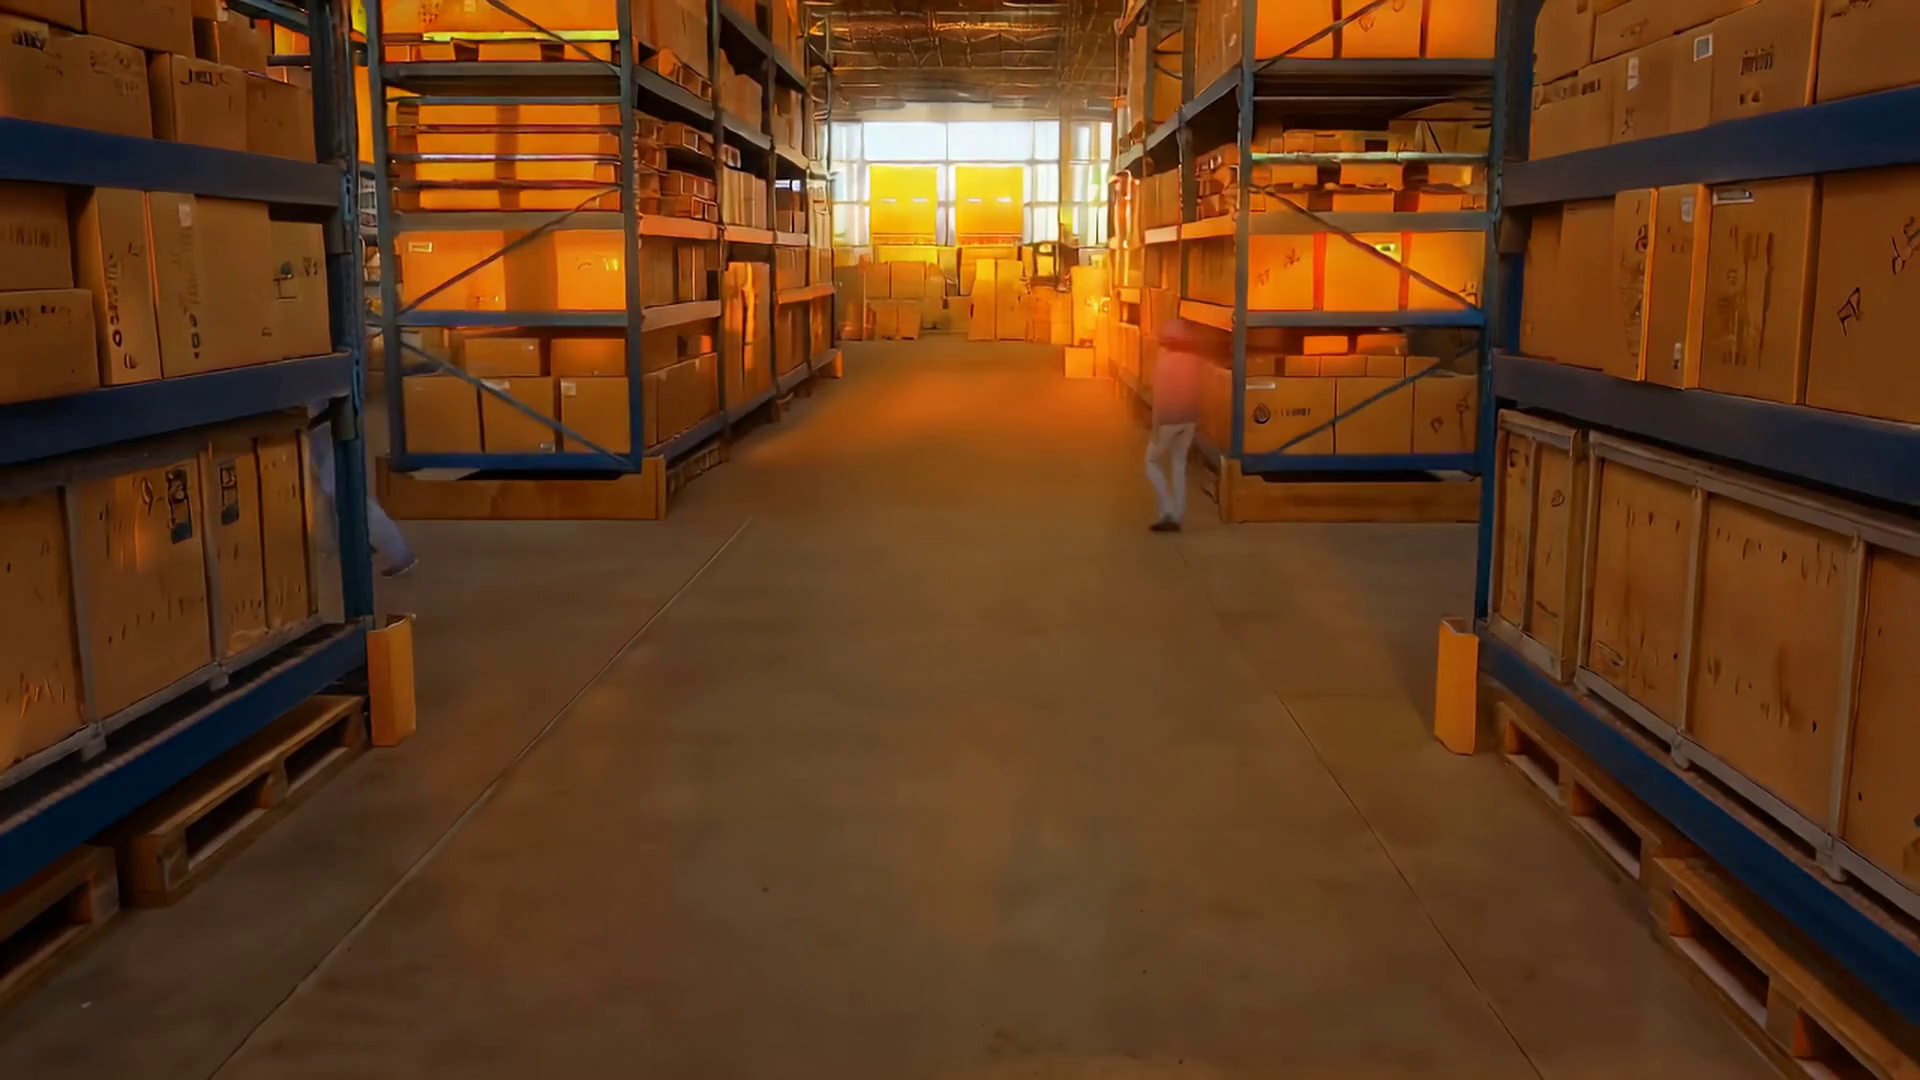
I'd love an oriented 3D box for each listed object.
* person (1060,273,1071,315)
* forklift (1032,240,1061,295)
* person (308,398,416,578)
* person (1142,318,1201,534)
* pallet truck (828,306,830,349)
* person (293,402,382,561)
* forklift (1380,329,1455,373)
[{"bbox_3d":[4.031,-9.402,63.698,0.664,1.596,0.511,7,12,38],"label":"person"},{"bbox_3d":[3.172,-9.648,61.356,1.129,2.768,1.873,0,9,1],"label":"forklift"},{"bbox_3d":[-3.934,-0.523,10.564,0.905,1.591,0.524,-2,10,-13],"label":"person"},{"bbox_3d":[1.596,-0.851,12.453,0.508,1.610,0.361,-7,12,-36],"label":"person"},{"bbox_3d":[-3.100,-3.940,29.800,1.885,1.965,0.823,3,10,19],"label":"pallet truck"},{"bbox_3d":[-4.353,-0.853,11.274,0.916,2.002,0.640,-2,10,-13],"label":"person"},{"bbox_3d":[6.026,-3.359,23.680,1.873,2.768,1.129,0,9,1],"label":"forklift"}]
